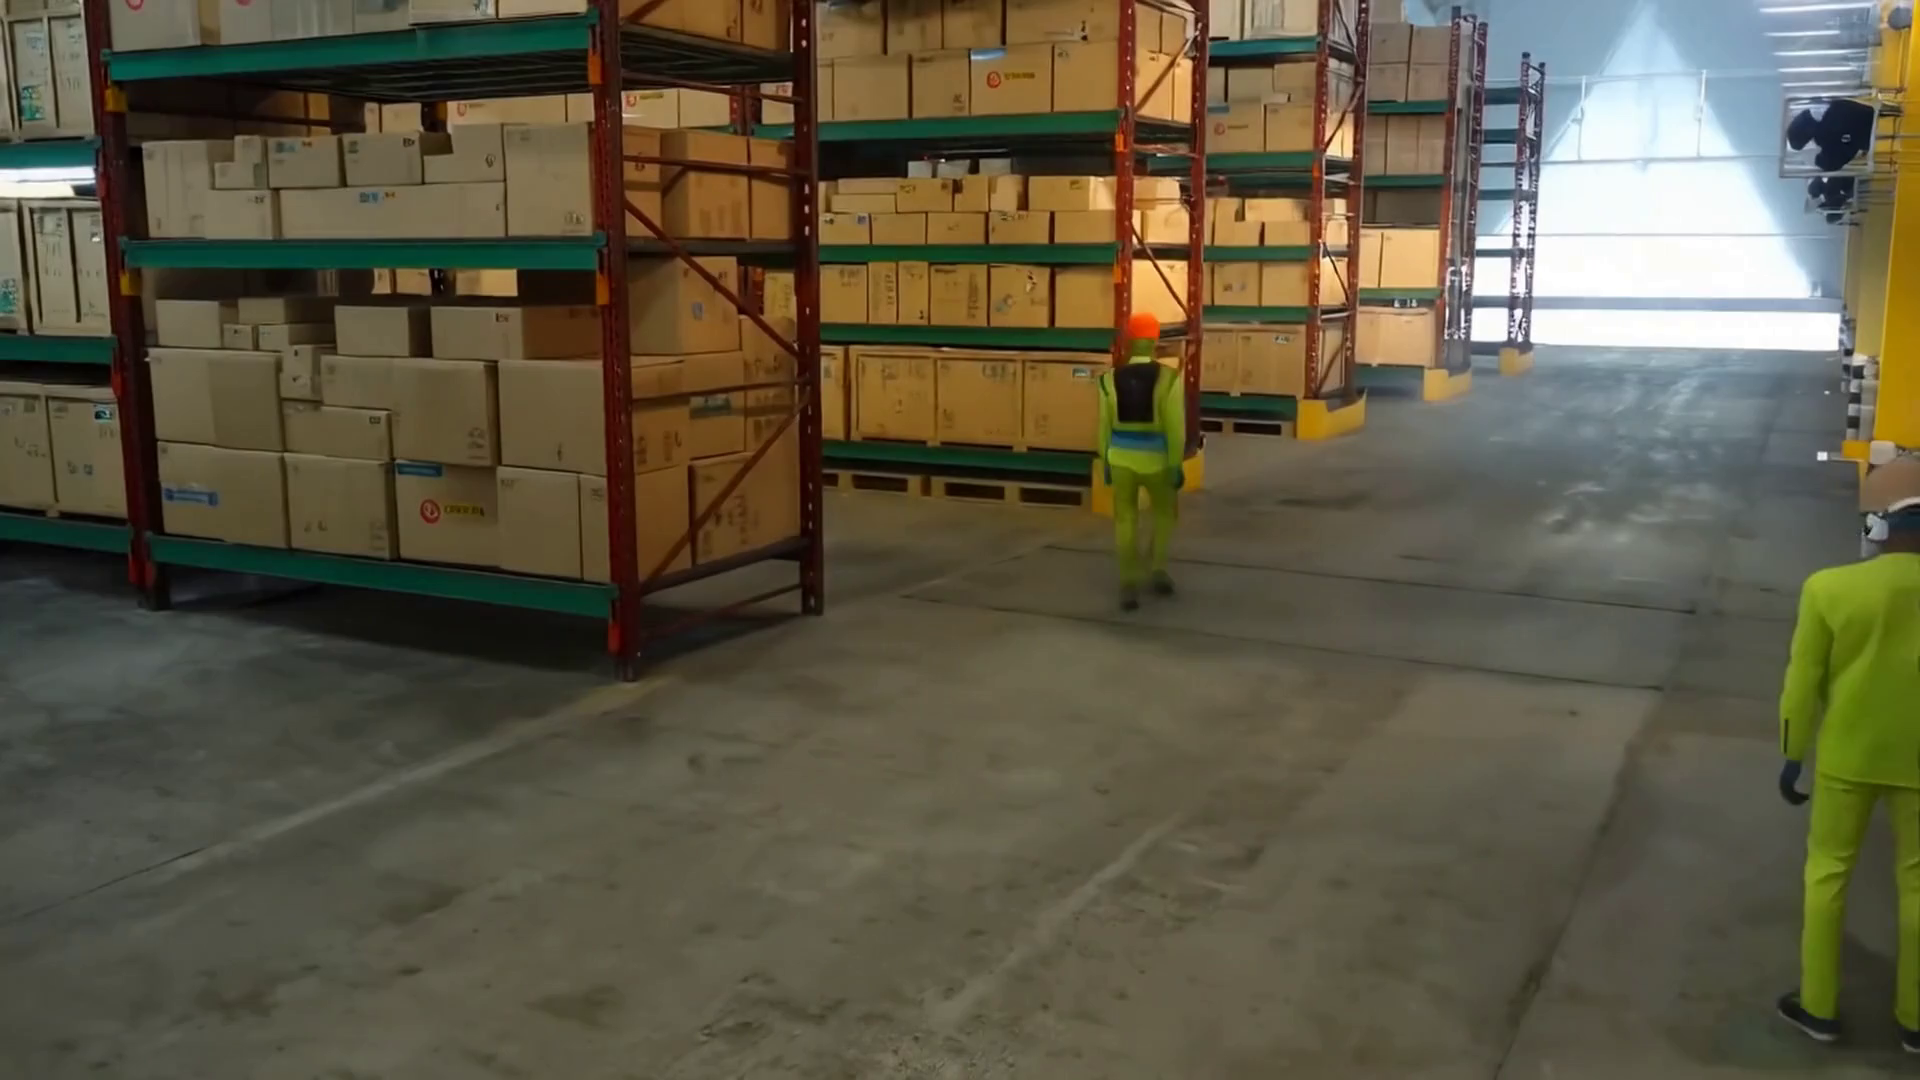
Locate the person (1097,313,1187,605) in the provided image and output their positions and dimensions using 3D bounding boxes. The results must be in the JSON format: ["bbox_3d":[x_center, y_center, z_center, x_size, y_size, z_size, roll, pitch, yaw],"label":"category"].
[{"bbox_3d":[1.237,-0.545,11.142,0.644,1.927,0.611,4,11,23],"label":"person"}]

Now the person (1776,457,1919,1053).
[{"bbox_3d":[2.767,0.627,4.914,0.655,1.740,0.377,3,10,16],"label":"person"}]
